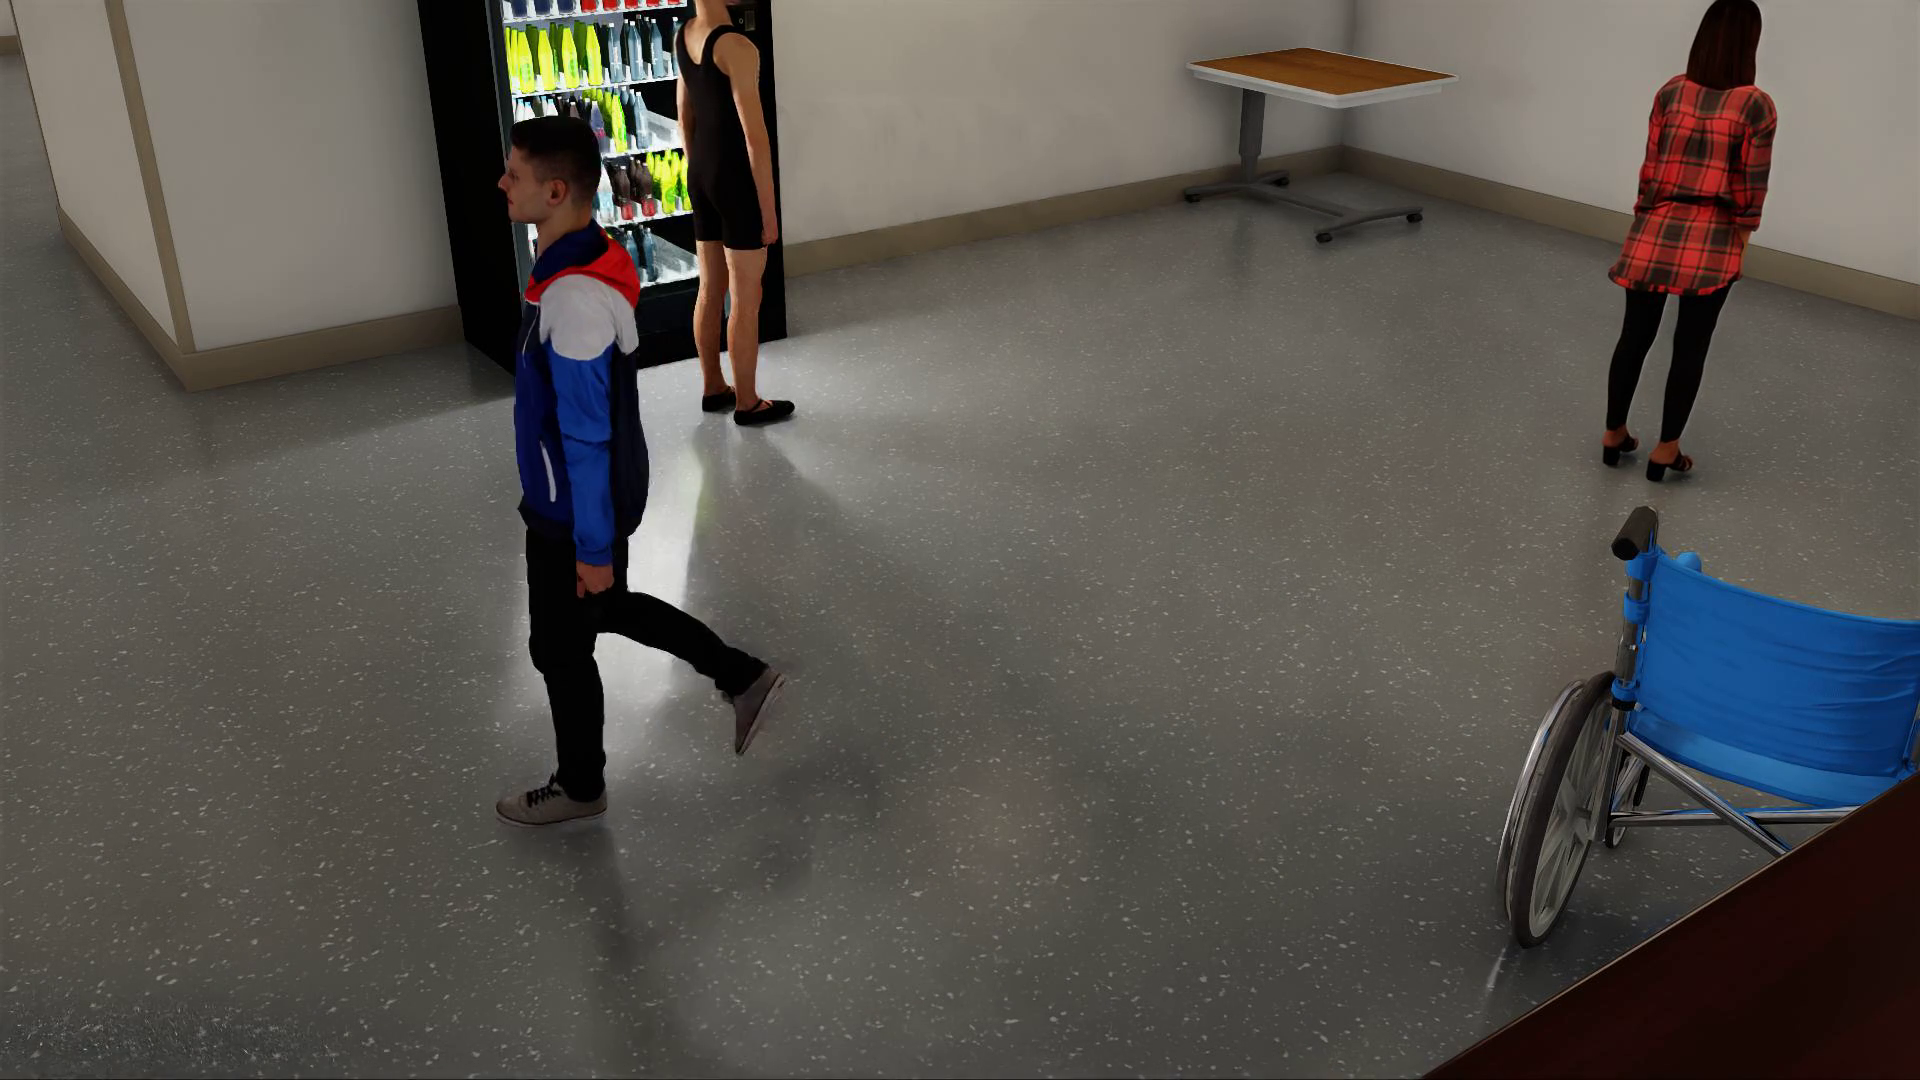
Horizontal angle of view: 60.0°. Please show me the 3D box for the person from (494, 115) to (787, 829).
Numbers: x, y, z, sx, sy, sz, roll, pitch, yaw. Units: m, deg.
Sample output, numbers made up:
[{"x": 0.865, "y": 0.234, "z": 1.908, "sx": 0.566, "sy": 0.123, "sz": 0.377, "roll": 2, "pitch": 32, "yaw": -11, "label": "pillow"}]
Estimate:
[{"x": -0.795, "y": -0.110, "z": 3.904, "sx": 1.086, "sy": 1.742, "sz": 0.923, "roll": -3, "pitch": 26, "yaw": -6, "label": "person"}]

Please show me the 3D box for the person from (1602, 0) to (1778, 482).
[{"x": 2.568, "y": -1.050, "z": 5.901, "sx": 0.594, "sy": 1.702, "sz": 0.648, "roll": -23, "pitch": 34, "yaw": -39, "label": "person"}]

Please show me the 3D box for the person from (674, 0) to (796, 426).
[{"x": -0.903, "y": -1.348, "z": 6.386, "sx": 0.528, "sy": 1.815, "sz": 0.679, "roll": -21, "pitch": 33, "yaw": -36, "label": "person"}]
